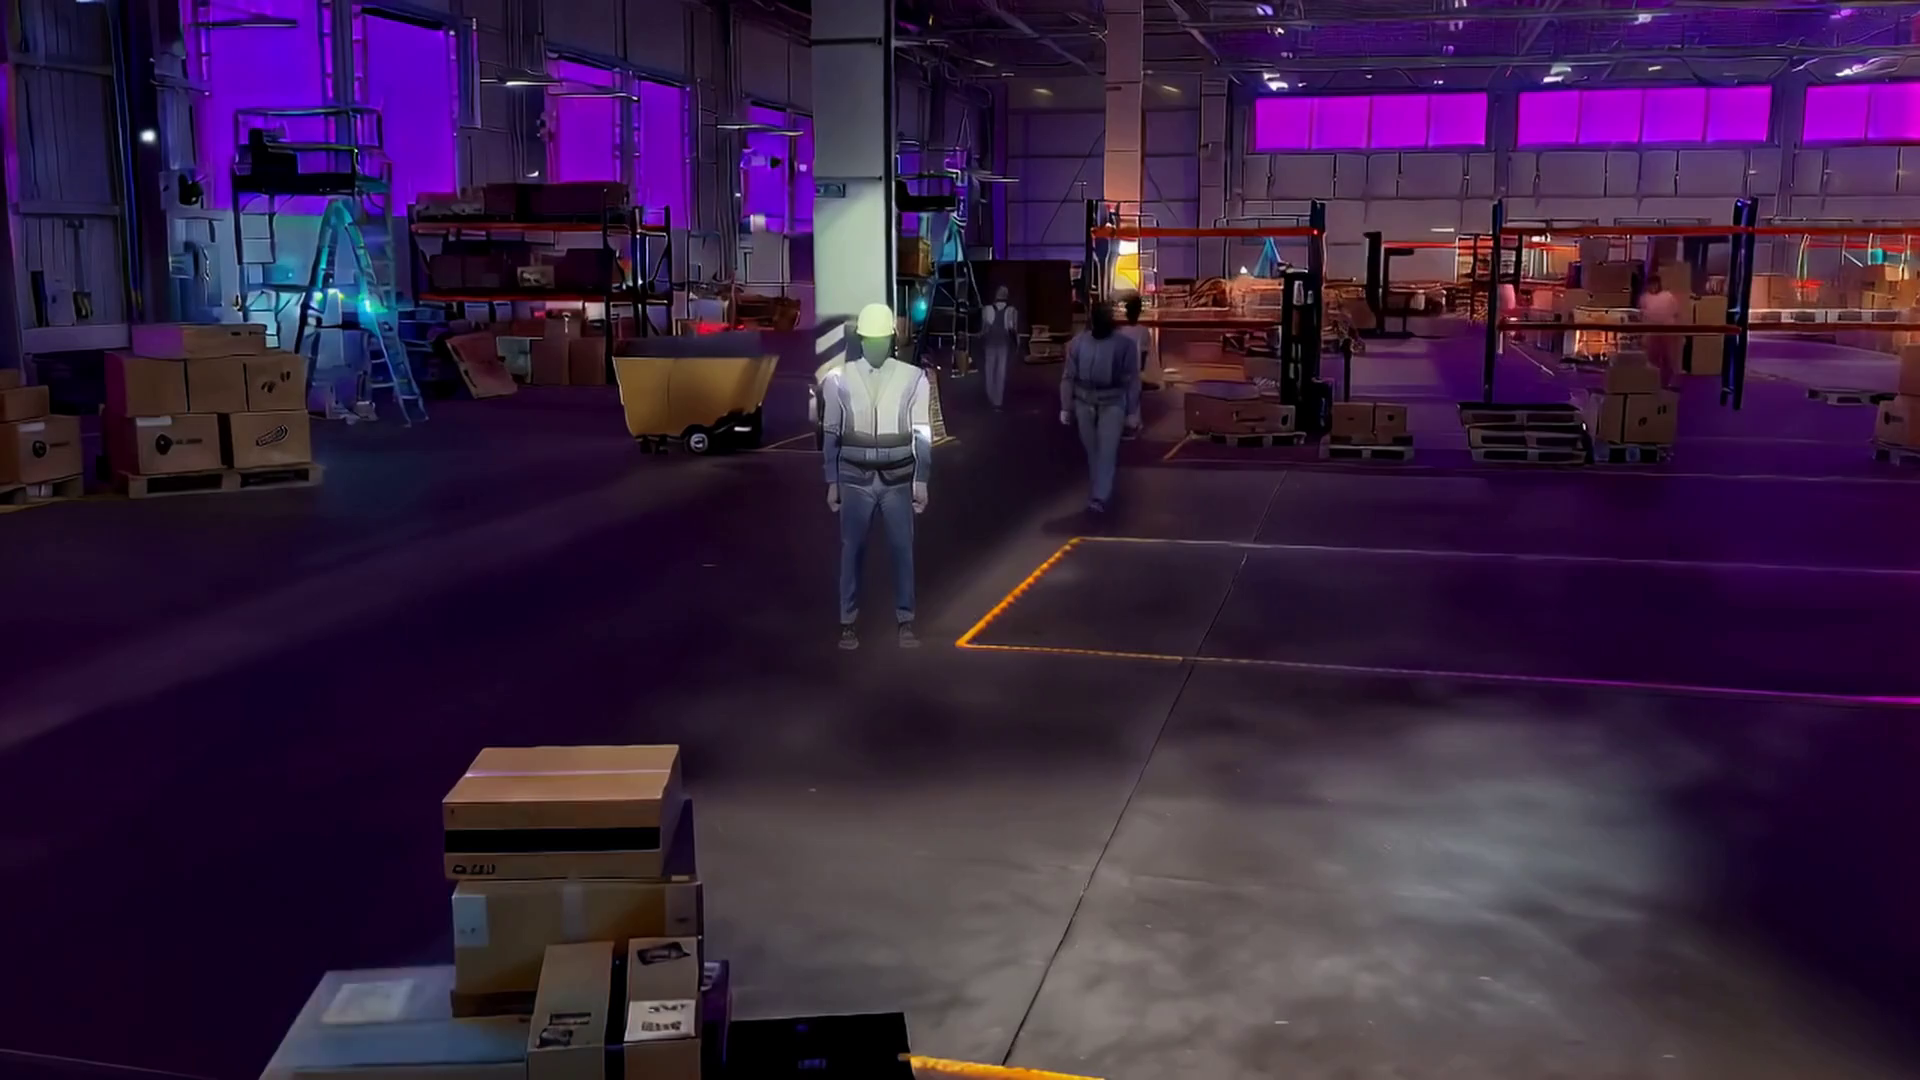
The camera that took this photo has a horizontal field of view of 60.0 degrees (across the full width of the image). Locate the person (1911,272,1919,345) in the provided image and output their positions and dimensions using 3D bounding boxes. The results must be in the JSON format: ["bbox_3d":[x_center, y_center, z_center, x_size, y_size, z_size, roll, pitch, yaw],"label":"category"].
[{"bbox_3d":[18.160,-4.112,31.443,0.372,1.917,0.596,3,10,16],"label":"person"}]

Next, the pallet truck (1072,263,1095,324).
[{"bbox_3d":[4.325,-8.180,55.162,0.823,1.965,1.885,6,11,31],"label":"pallet truck"}]

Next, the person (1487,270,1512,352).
[{"bbox_3d":[12.473,-5.286,38.480,0.547,1.897,1.005,2,10,13],"label":"person"}]

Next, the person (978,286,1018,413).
[{"bbox_3d":[0.539,-2.705,23.590,0.550,1.769,0.961,1,10,5],"label":"person"}]

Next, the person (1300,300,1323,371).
[{"bbox_3d":[6.779,-4.120,32.028,0.485,1.737,0.320,-4,10,-20],"label":"person"}]

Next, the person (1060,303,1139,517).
[{"bbox_3d":[1.173,-1.112,14.160,0.626,1.785,0.984,3,10,19],"label":"person"}]

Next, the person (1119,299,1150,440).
[{"bbox_3d":[2.045,-2.030,19.849,0.360,1.684,0.551,-5,11,-29],"label":"person"}]

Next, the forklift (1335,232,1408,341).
[{"bbox_3d":[10.773,-6.630,43.439,1.873,2.768,1.129,2,10,14],"label":"forklift"}]

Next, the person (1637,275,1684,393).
[{"bbox_3d":[11.264,-3.302,26.755,0.765,1.895,0.467,3,10,20],"label":"person"}]

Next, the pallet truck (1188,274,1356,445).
[{"bbox_3d":[3.653,-2.138,19.590,1.885,1.965,0.823,-4,10,-20],"label":"pallet truck"}]

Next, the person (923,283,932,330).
[{"bbox_3d":[-0.856,-7.336,50.404,0.543,1.929,0.387,-8,12,-38],"label":"person"}]

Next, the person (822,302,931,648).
[{"bbox_3d":[-0.462,-0.349,9.243,0.603,1.938,0.425,0,10,-3],"label":"person"}]

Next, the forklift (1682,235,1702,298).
[{"bbox_3d":[21.456,-7.561,48.920,1.873,2.768,1.129,2,10,14],"label":"forklift"}]

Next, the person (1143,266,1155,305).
[{"bbox_3d":[6.569,-8.579,57.853,0.575,1.883,0.355,-8,12,-38],"label":"person"}]

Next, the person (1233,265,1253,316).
[{"bbox_3d":[8.743,-7.513,51.412,0.634,1.939,0.367,0,10,-1],"label":"person"}]
